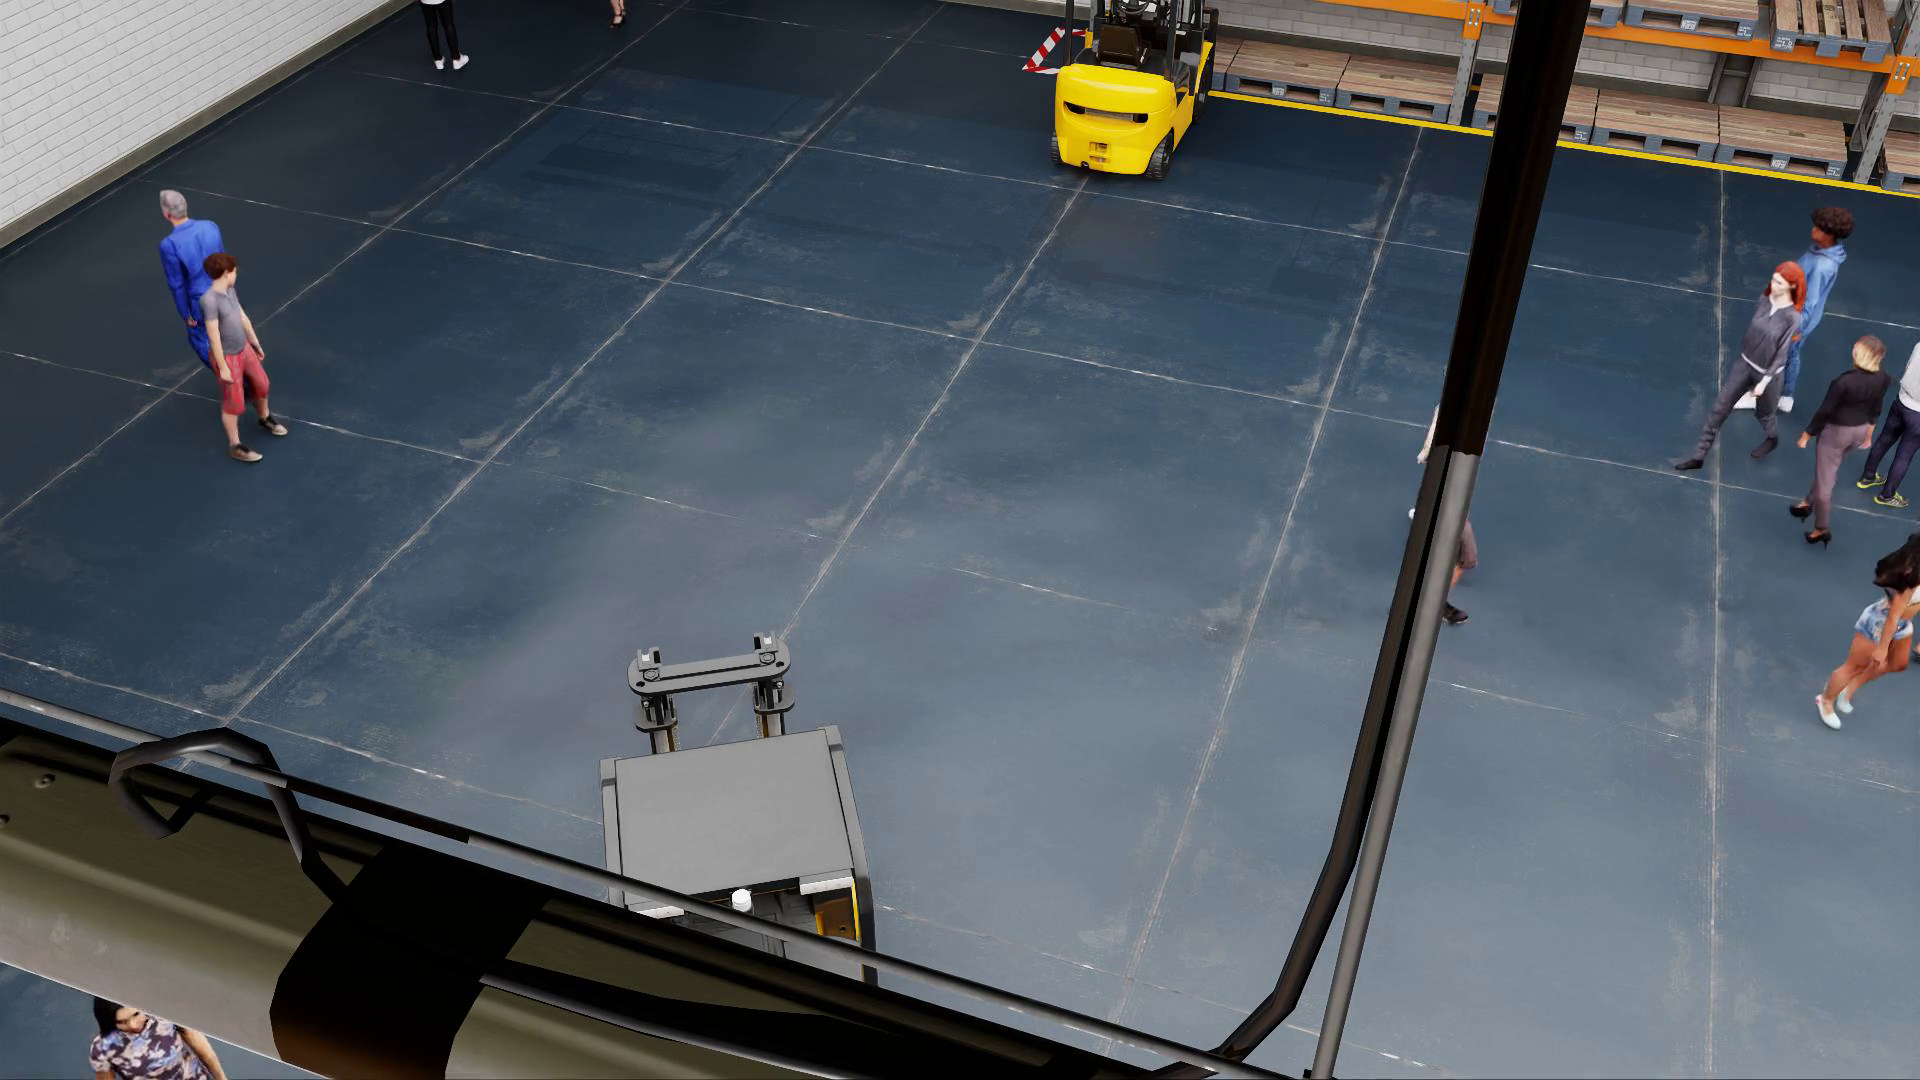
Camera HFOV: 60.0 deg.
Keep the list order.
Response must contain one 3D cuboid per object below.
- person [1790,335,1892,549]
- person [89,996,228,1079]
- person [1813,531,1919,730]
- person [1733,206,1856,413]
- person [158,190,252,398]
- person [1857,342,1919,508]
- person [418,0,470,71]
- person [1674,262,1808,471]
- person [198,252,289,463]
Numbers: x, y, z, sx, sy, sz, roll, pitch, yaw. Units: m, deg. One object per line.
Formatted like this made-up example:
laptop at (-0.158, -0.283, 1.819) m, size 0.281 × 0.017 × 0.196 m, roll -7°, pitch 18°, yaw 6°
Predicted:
person at (6.229, -0.643, 11.651) m, size 0.824 × 1.655 × 0.880 m, roll -11°, pitch 40°, yaw -14°
person at (-3.657, 2.506, 7.654) m, size 0.720 × 1.722 × 0.699 m, roll 28°, pitch 46°, yaw 30°
person at (5.645, 0.511, 10.256) m, size 0.778 × 1.593 × 0.787 m, roll -24°, pitch 45°, yaw -27°
person at (6.572, -1.752, 12.929) m, size 0.736 × 1.793 × 0.733 m, roll 20°, pitch 43°, yaw 24°
person at (-5.838, -1.857, 13.046) m, size 0.883 × 1.811 × 0.855 m, roll 26°, pitch 45°, yaw 29°
person at (6.959, -0.966, 12.137) m, size 0.629 × 1.553 × 0.620 m, roll -6°, pitch 39°, yaw -8°
person at (-5.831, -6.106, 18.368) m, size 0.599 × 1.809 × 0.745 m, roll 2°, pitch 39°, yaw 2°
person at (6.001, -1.250, 12.347) m, size 1.148 × 1.735 × 1.077 m, roll -15°, pitch 41°, yaw -18°
person at (-5.537, -1.414, 12.647) m, size 0.564 × 1.616 × 0.685 m, roll 14°, pitch 41°, yaw 17°
